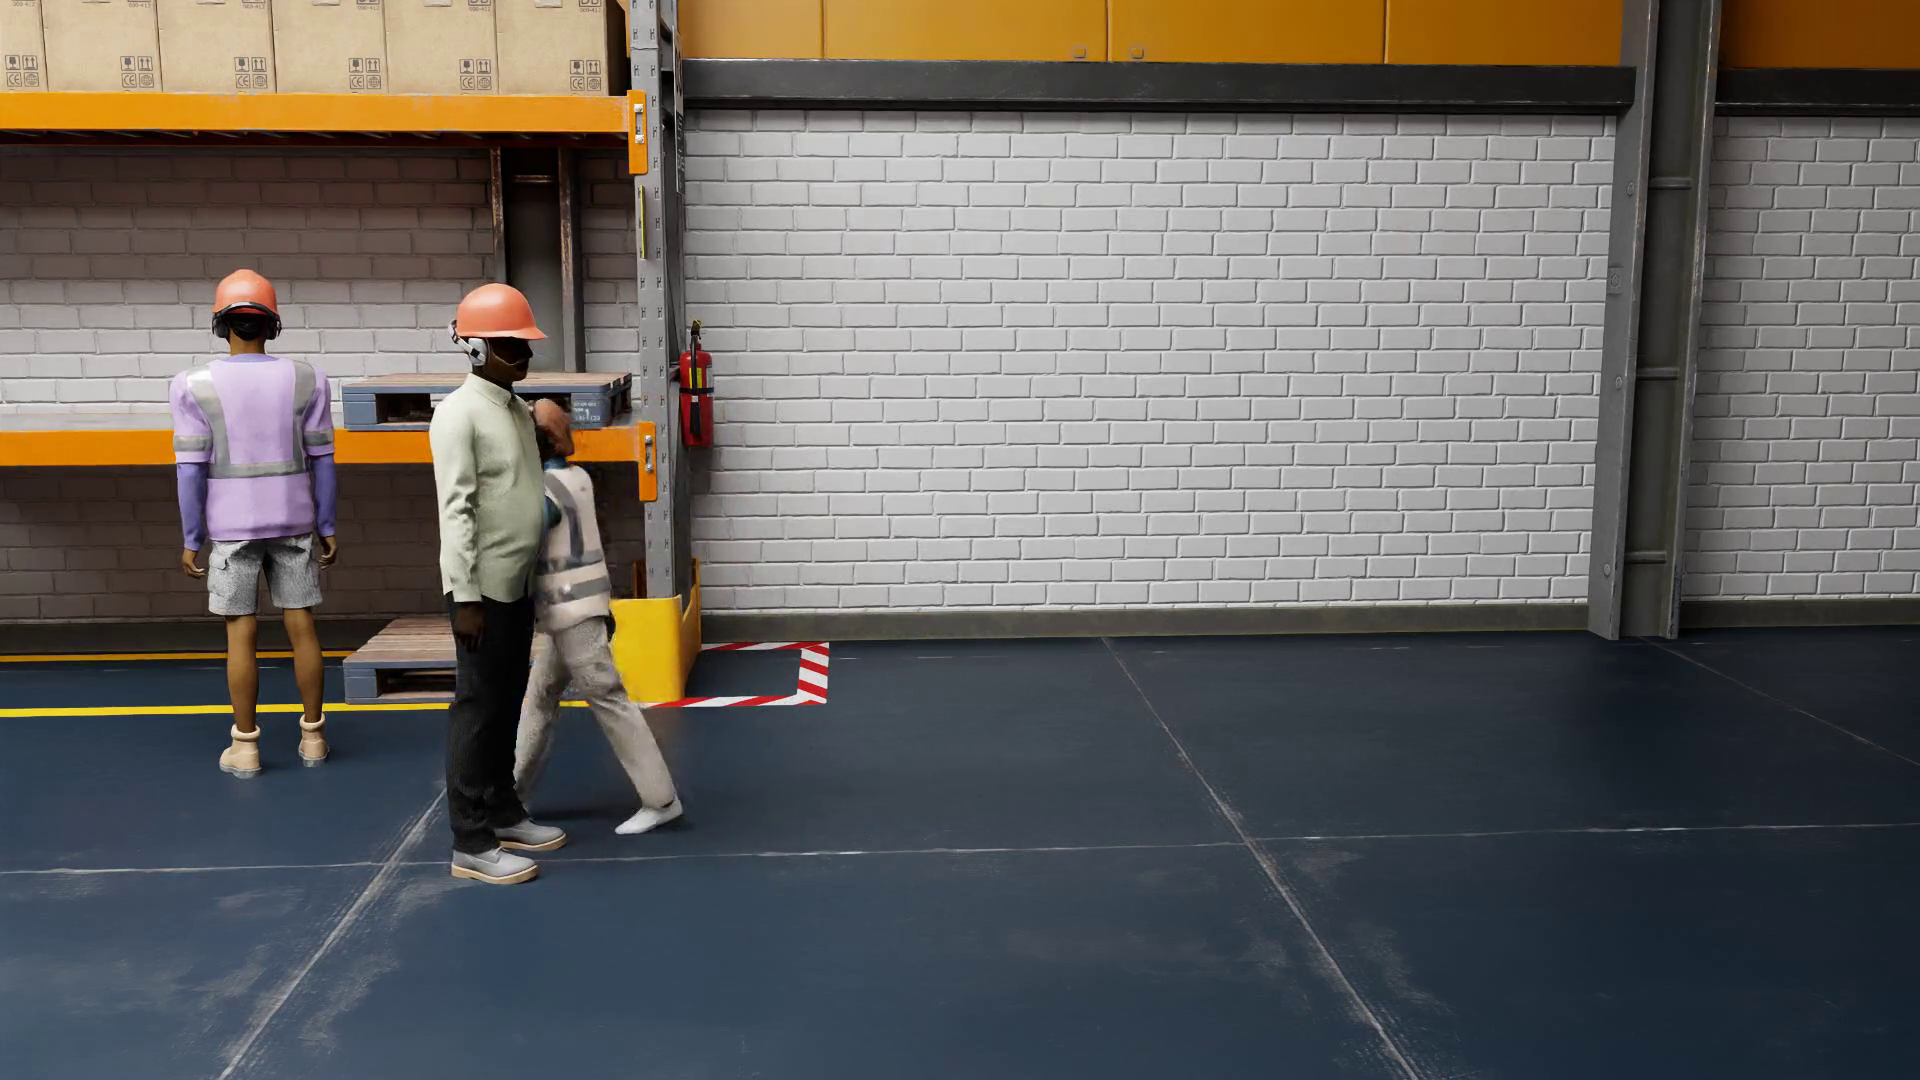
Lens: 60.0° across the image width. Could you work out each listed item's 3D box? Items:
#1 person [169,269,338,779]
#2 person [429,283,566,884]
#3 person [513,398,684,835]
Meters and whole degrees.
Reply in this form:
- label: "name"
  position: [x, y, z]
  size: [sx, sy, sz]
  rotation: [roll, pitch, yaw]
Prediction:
- label: "person"
  position: [-2.839, -0.062, 6.738]
  size: [0.613, 2.043, 0.374]
  rotation: [-6, 11, -34]
- label: "person"
  position: [-1.551, 0.140, 5.623]
  size: [0.397, 1.992, 0.621]
  rotation: [1, 9, 6]
- label: "person"
  position: [-1.420, 0.284, 5.996]
  size: [0.890, 1.584, 0.527]
  rotation: [0, 9, 0]
